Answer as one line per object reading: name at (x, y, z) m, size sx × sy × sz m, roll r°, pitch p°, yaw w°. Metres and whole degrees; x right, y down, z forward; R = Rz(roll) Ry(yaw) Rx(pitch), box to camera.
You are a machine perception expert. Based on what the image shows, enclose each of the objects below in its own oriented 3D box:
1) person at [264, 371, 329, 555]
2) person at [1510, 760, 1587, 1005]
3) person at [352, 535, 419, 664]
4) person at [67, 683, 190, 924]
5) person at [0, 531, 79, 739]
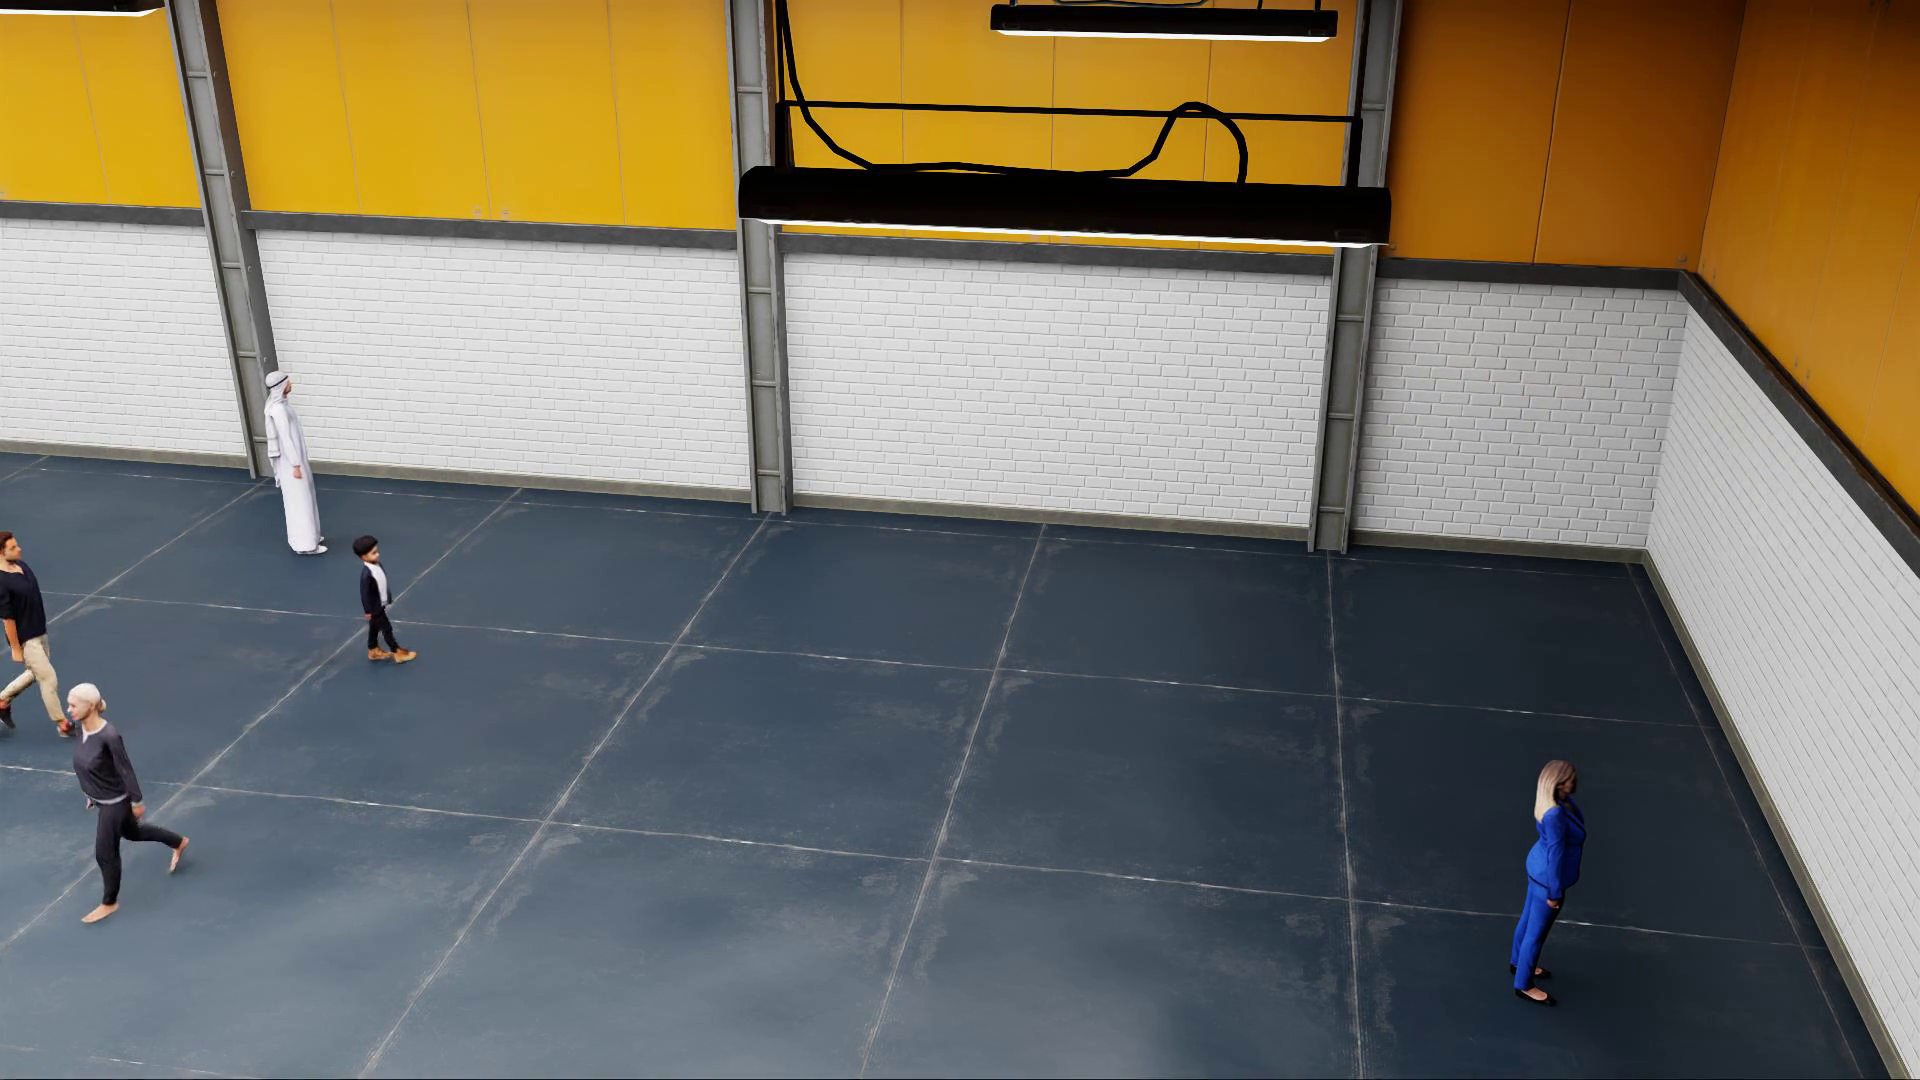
person at (-6.834, -0.800, 16.992) m, size 0.833 × 1.927 × 0.798 m, roll -11°, pitch 26°, yaw -24°
person at (3.708, 2.138, 10.550) m, size 0.549 × 1.701 × 0.619 m, roll 5°, pitch 24°, yaw 12°
person at (-5.271, 0.534, 14.831) m, size 0.735 × 1.213 × 0.568 m, roll 0°, pitch 24°, yaw 1°
person at (-5.784, 1.725, 11.513) m, size 1.135 × 1.688 × 1.014 m, roll 18°, pitch 29°, yaw 35°
person at (-7.626, 0.789, 13.472) m, size 1.149 × 1.833 × 0.850 m, roll -3°, pitch 24°, yaw -6°
